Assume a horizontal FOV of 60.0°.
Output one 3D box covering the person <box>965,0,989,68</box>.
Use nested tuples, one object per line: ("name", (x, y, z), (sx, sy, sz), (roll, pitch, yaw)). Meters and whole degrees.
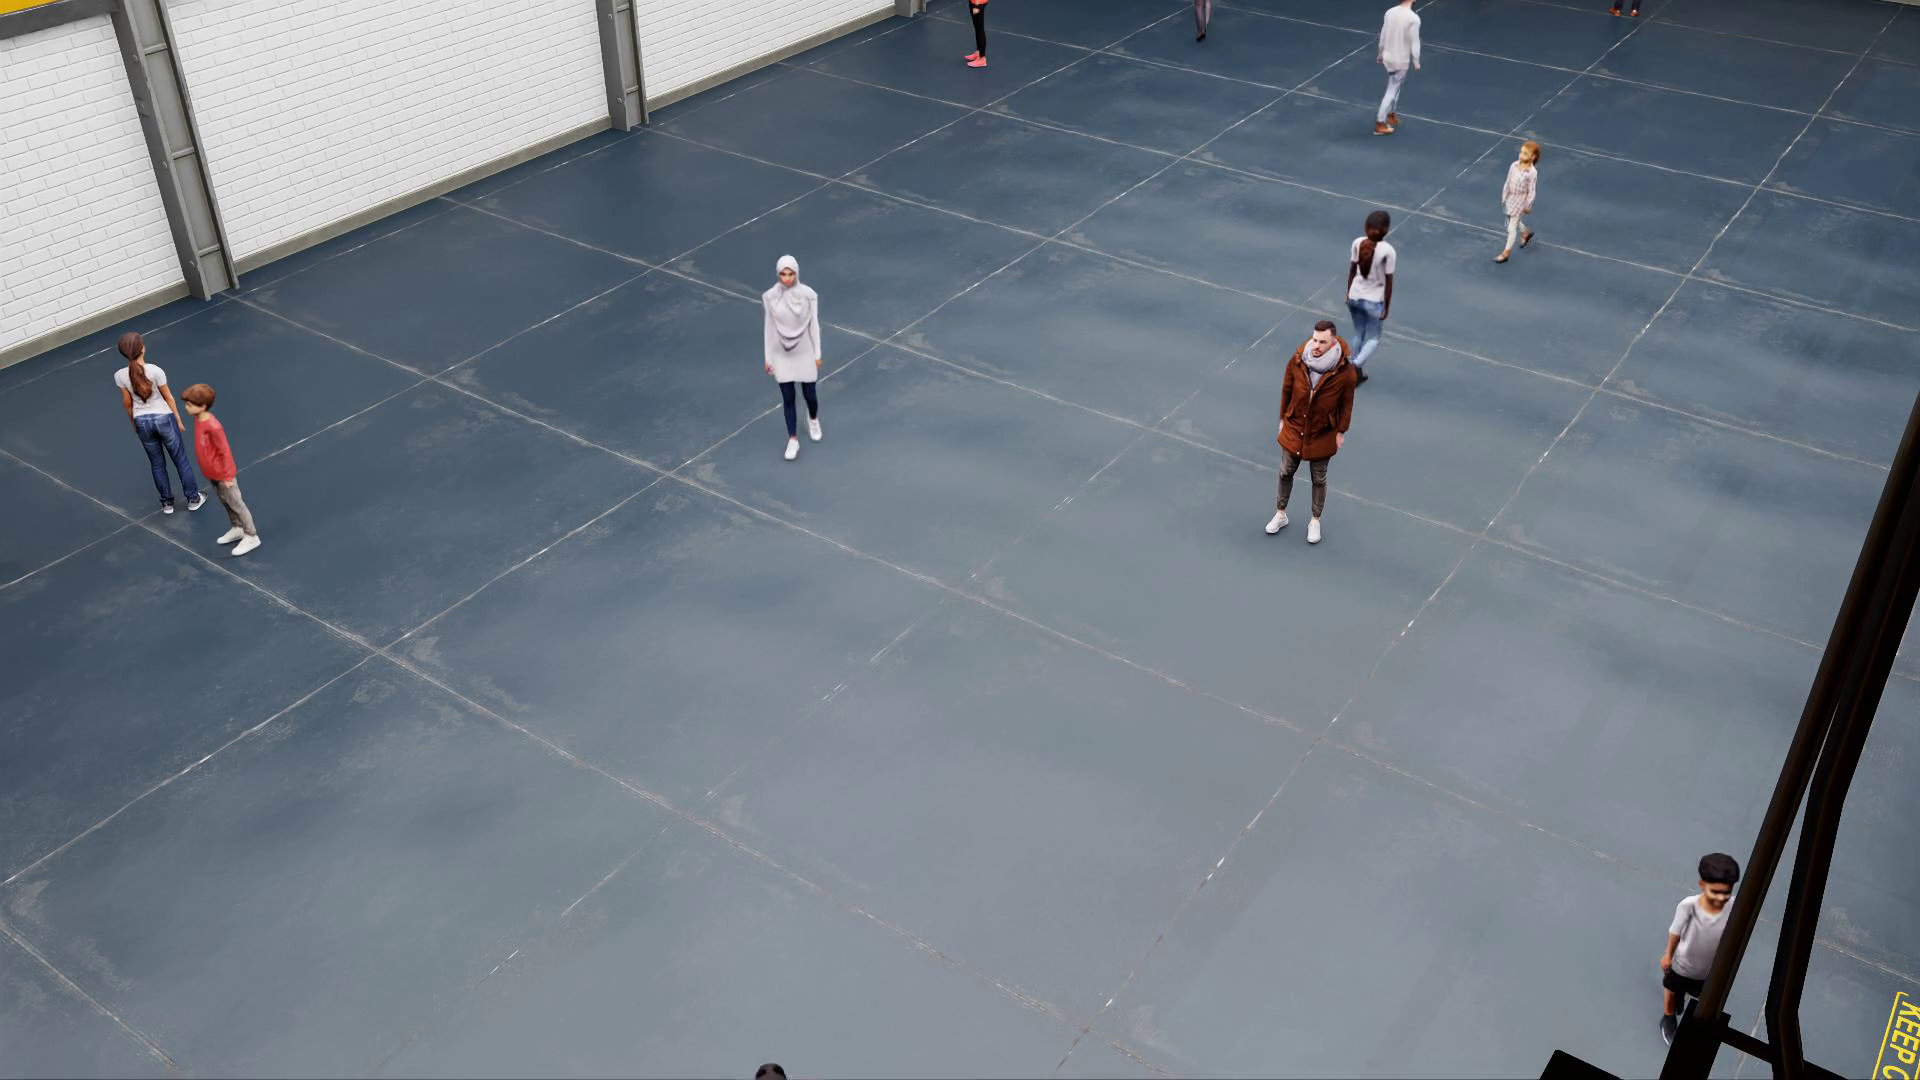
("person", (0.253, -7.350, 22.702), (0.735, 1.695, 0.656), (-2, 34, -3))

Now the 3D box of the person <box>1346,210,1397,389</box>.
("person", (3.575, -2.084, 14.765), (0.646, 1.711, 0.883), (26, 42, 34))

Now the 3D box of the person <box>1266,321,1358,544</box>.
("person", (2.696, -0.846, 12.788), (0.773, 1.838, 0.778), (13, 36, 19))

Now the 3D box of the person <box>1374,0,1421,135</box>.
("person", (5.286, -5.857, 20.344), (0.917, 1.819, 0.852), (-15, 36, -21))

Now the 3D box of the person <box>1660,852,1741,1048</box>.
("person", (3.890, 2.129, 8.842), (0.641, 1.252, 0.724), (2, 34, 3))

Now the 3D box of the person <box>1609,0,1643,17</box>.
("person", (10.024, -8.704, 24.624), (0.779, 1.823, 0.764), (5, 34, 7))

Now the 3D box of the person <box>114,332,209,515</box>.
("person", (-6.368, -0.935, 13.171), (0.628, 1.562, 0.687), (-5, 34, -8))

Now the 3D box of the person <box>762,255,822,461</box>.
("person", (-1.385, -1.571, 13.939), (0.796, 1.773, 0.883), (3, 34, 5))

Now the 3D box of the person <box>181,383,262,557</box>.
("person", (-5.660, -0.555, 12.732), (0.548, 1.416, 0.504), (28, 43, 35))

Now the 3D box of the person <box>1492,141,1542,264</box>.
("person", (5.863, -3.547, 17.337), (0.892, 1.300, 0.746), (-16, 37, -23))
